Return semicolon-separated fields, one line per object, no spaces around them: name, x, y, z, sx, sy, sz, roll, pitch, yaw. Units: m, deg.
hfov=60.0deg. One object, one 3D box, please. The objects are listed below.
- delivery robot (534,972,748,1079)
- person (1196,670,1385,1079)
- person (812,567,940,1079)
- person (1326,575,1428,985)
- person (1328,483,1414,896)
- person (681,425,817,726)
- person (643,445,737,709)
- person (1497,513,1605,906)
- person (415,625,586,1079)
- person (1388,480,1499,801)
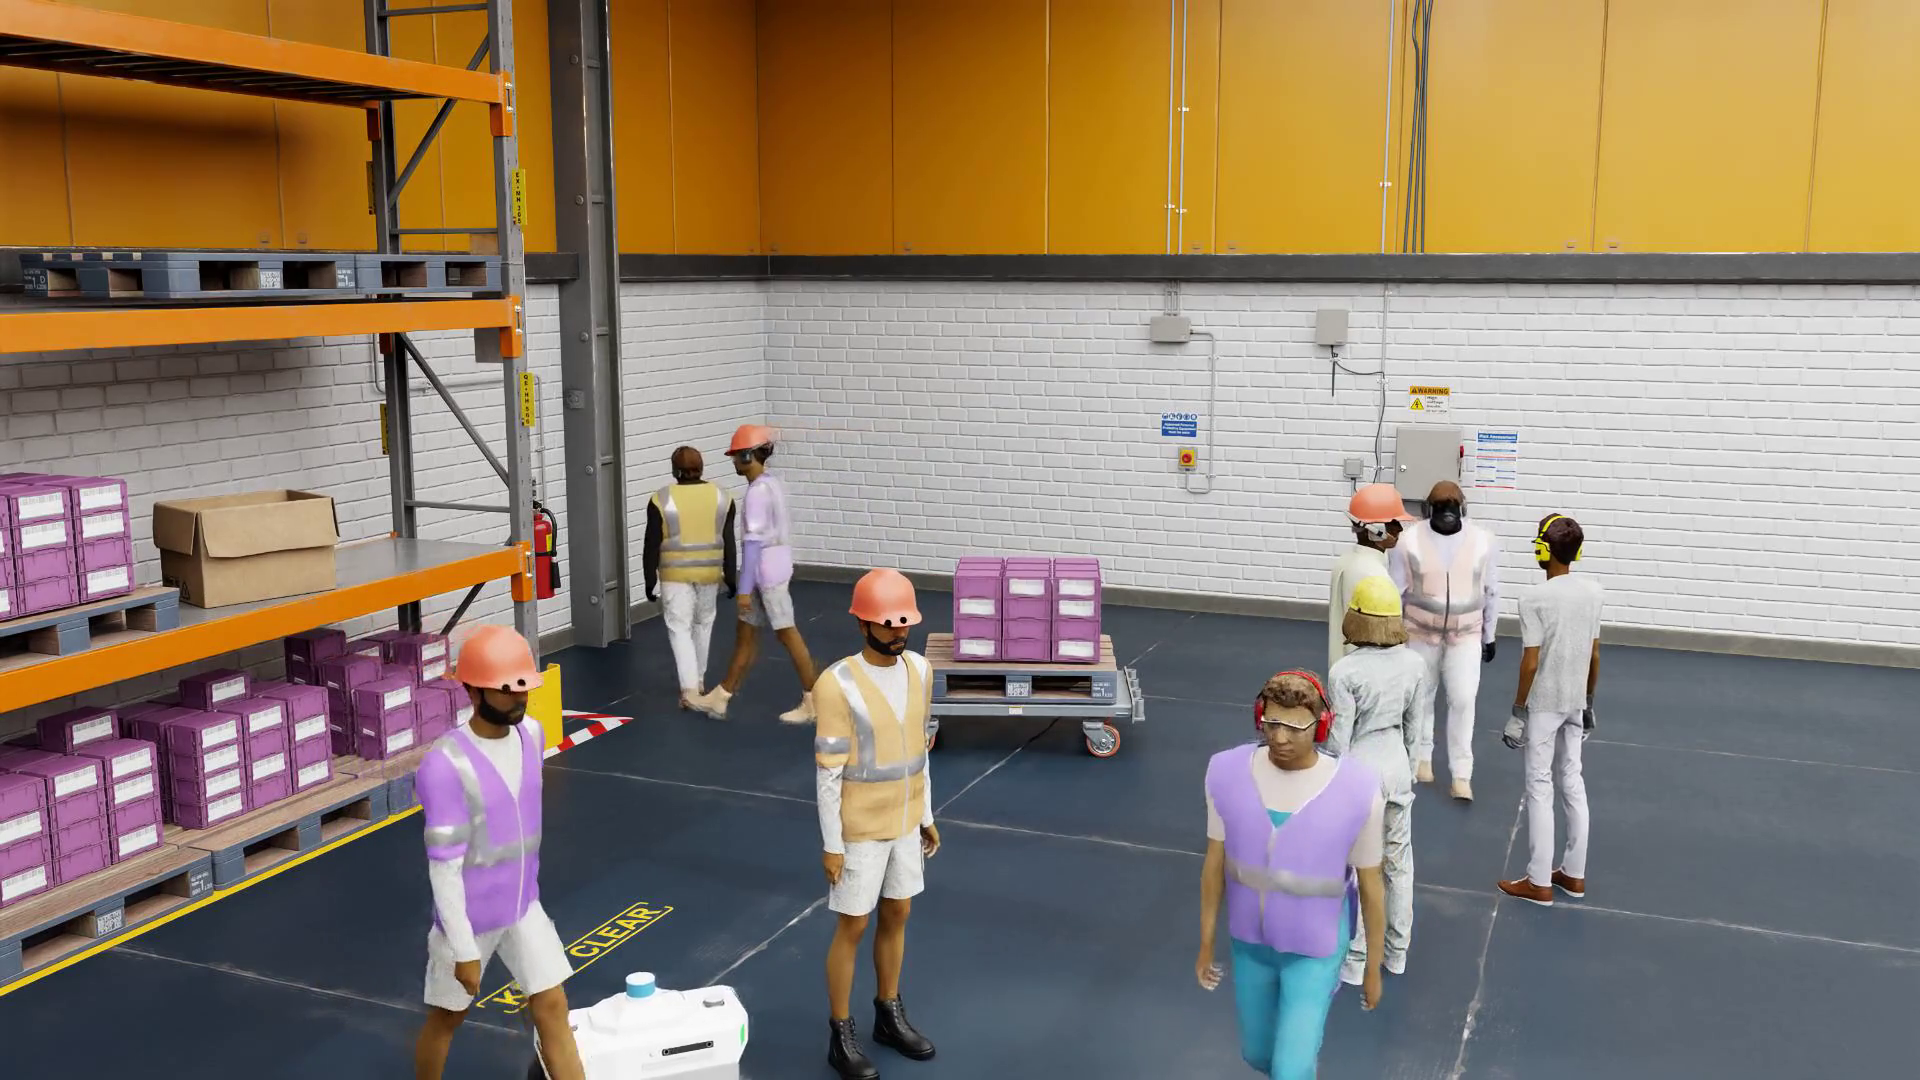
delivery robot;-1.112;1.760;5.827;0.707;0.478;0.477;-4;10;-23
person;1.063;1.269;5.294;0.569;1.814;0.848;6;11;32
person;-0.283;1.052;6.219;0.551;1.935;0.375;-9;13;-44
person;1.733;1.011;7.058;0.487;1.744;0.294;-5;10;-26
person;1.978;0.715;8.086;0.379;1.996;0.611;-1;9;-6
person;-1.374;0.247;10.946;1.032;1.972;0.765;0;9;0
person;-1.874;0.240;11.546;0.642;1.812;0.857;-4;10;-25
person;2.817;0.804;7.931;0.518;1.870;0.323;-4;10;-24
person;-1.492;1.206;5.447;0.990;1.878;0.568;5;11;29
person;2.761;0.572;9.531;0.657;1.804;0.860;2;10;11
